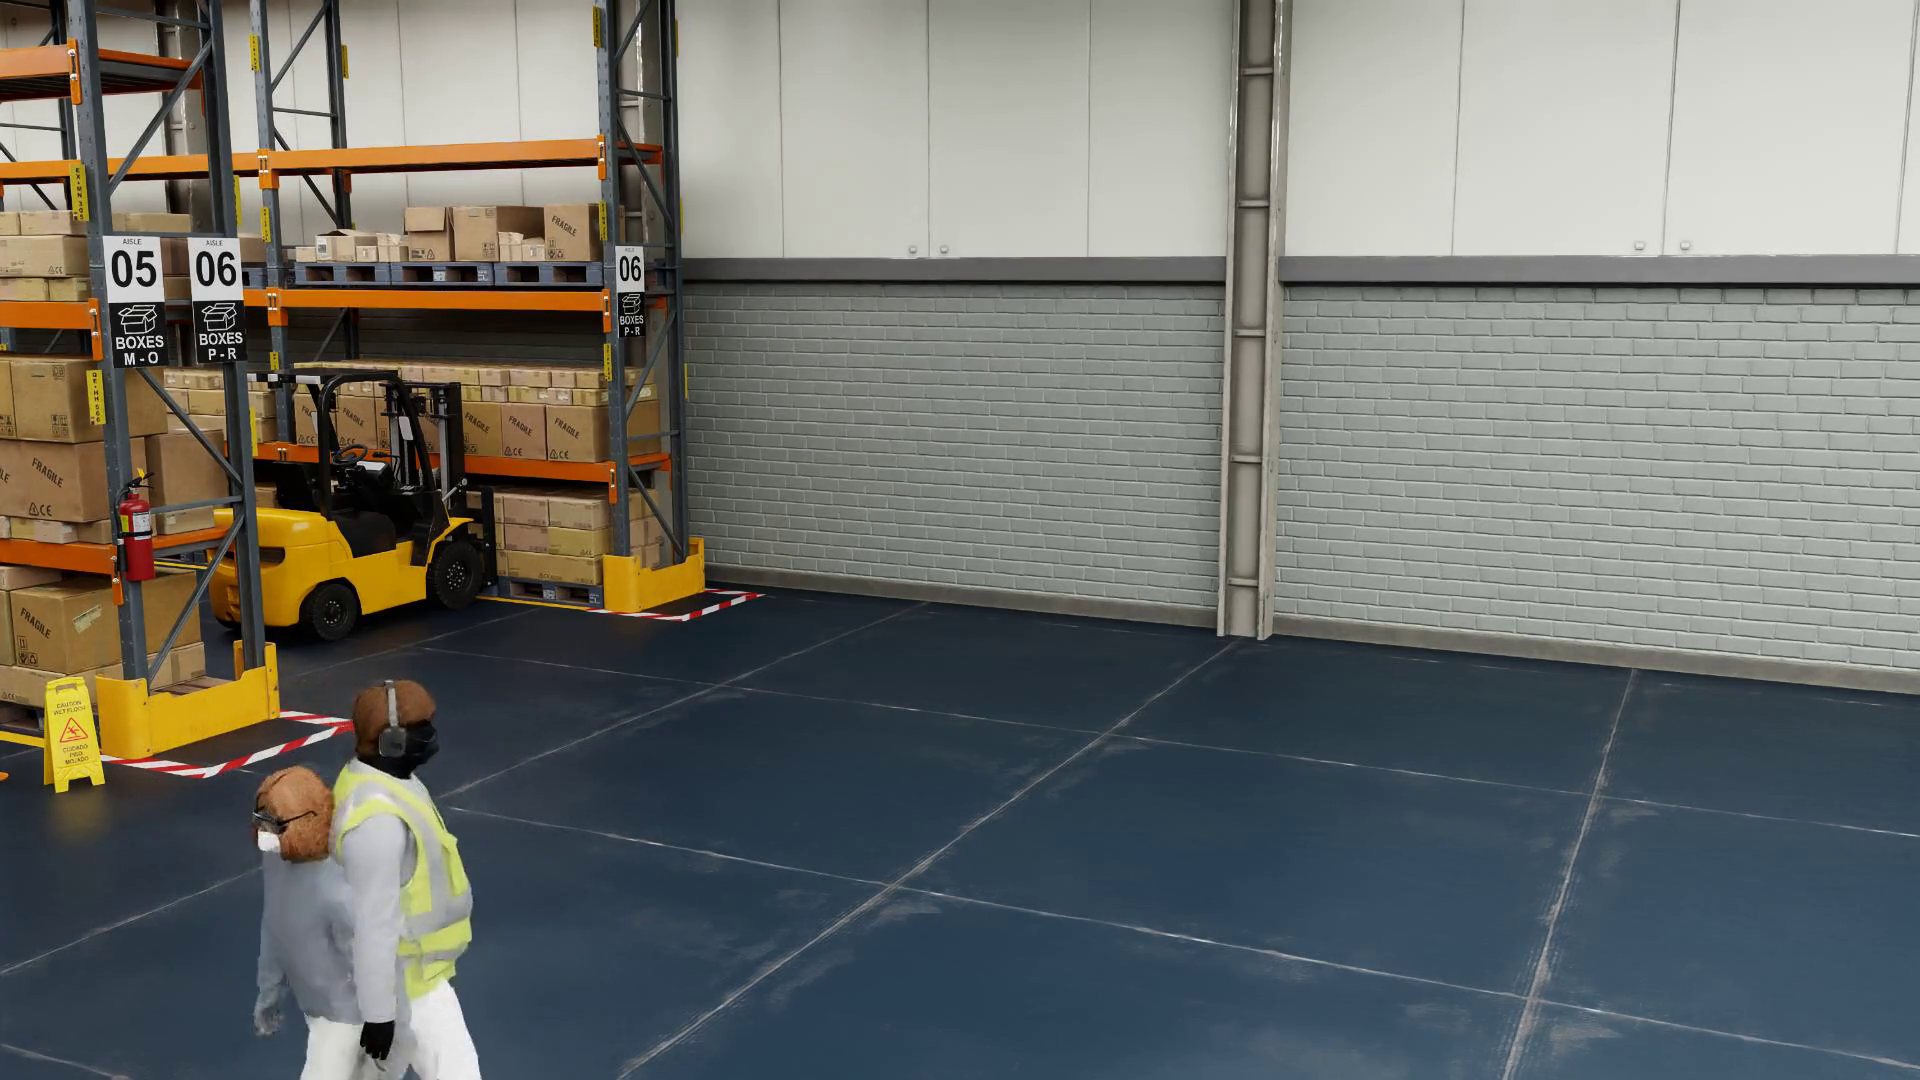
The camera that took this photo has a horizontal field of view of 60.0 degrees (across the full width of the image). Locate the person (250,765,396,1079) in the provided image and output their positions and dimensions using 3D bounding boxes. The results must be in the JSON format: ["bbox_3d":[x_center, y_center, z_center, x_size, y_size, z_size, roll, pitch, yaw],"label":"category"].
[{"bbox_3d":[-1.873,1.421,5.094,0.521,1.589,0.830,9,13,44],"label":"person"}]

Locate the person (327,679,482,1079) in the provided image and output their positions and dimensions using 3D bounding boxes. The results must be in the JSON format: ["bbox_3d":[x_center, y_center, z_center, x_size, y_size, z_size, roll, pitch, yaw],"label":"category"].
[{"bbox_3d":[-1.729,1.308,5.156,0.875,1.806,0.643,-3,10,-19],"label":"person"}]
